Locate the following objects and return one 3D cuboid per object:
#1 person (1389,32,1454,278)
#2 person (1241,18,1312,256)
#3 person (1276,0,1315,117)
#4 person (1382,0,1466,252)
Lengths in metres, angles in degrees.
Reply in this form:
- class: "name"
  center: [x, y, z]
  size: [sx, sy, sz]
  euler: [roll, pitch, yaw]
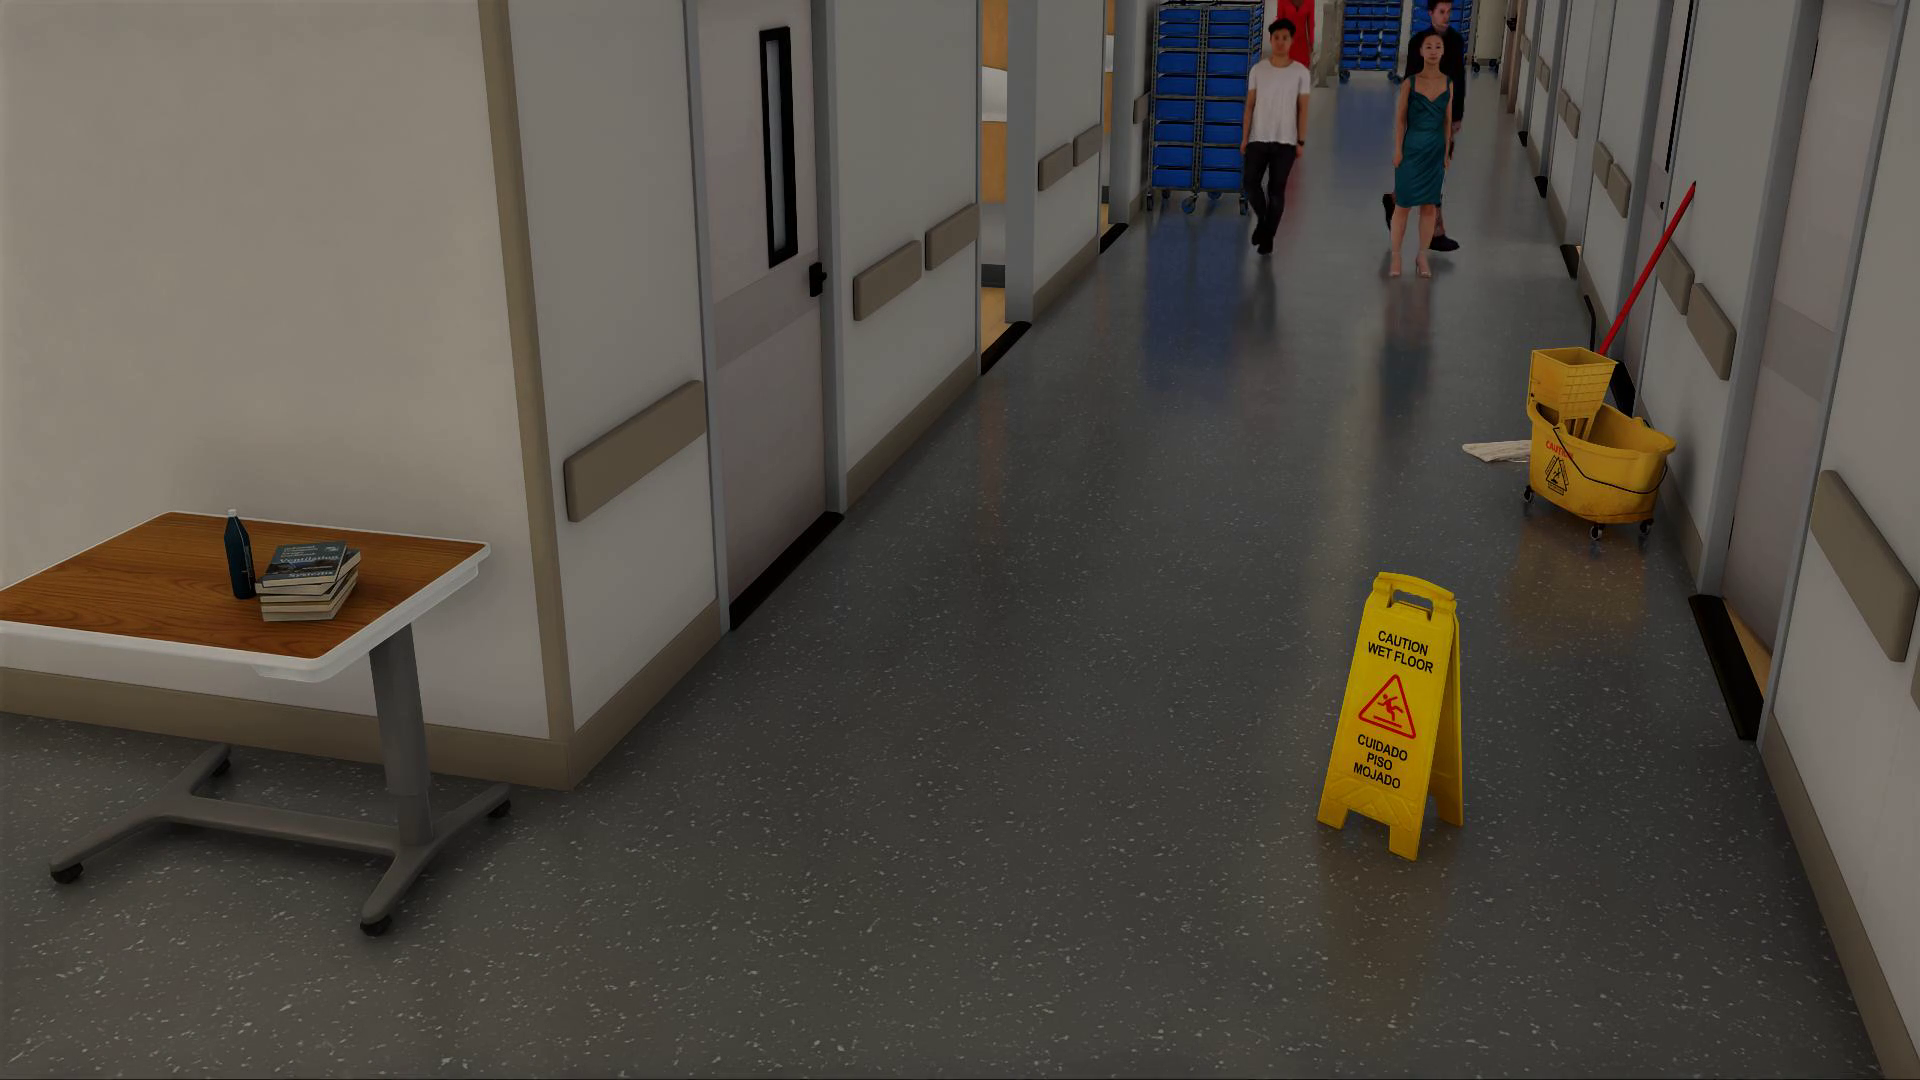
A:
- class: "person"
  center: [3.245, -2.696, 11.693]
  size: [0.595, 1.687, 0.568]
  euler: [0, 21, -1]
- class: "person"
  center: [2.370, -3.030, 12.489]
  size: [0.692, 1.717, 0.720]
  euler: [9, 22, 22]
- class: "person"
  center: [4.060, -5.973, 20.220]
  size: [0.714, 1.776, 0.799]
  euler: [1, 21, 2]
- class: "person"
  center: [3.547, -3.178, 12.673]
  size: [1.157, 1.894, 1.251]
  euler: [-11, 23, -27]
